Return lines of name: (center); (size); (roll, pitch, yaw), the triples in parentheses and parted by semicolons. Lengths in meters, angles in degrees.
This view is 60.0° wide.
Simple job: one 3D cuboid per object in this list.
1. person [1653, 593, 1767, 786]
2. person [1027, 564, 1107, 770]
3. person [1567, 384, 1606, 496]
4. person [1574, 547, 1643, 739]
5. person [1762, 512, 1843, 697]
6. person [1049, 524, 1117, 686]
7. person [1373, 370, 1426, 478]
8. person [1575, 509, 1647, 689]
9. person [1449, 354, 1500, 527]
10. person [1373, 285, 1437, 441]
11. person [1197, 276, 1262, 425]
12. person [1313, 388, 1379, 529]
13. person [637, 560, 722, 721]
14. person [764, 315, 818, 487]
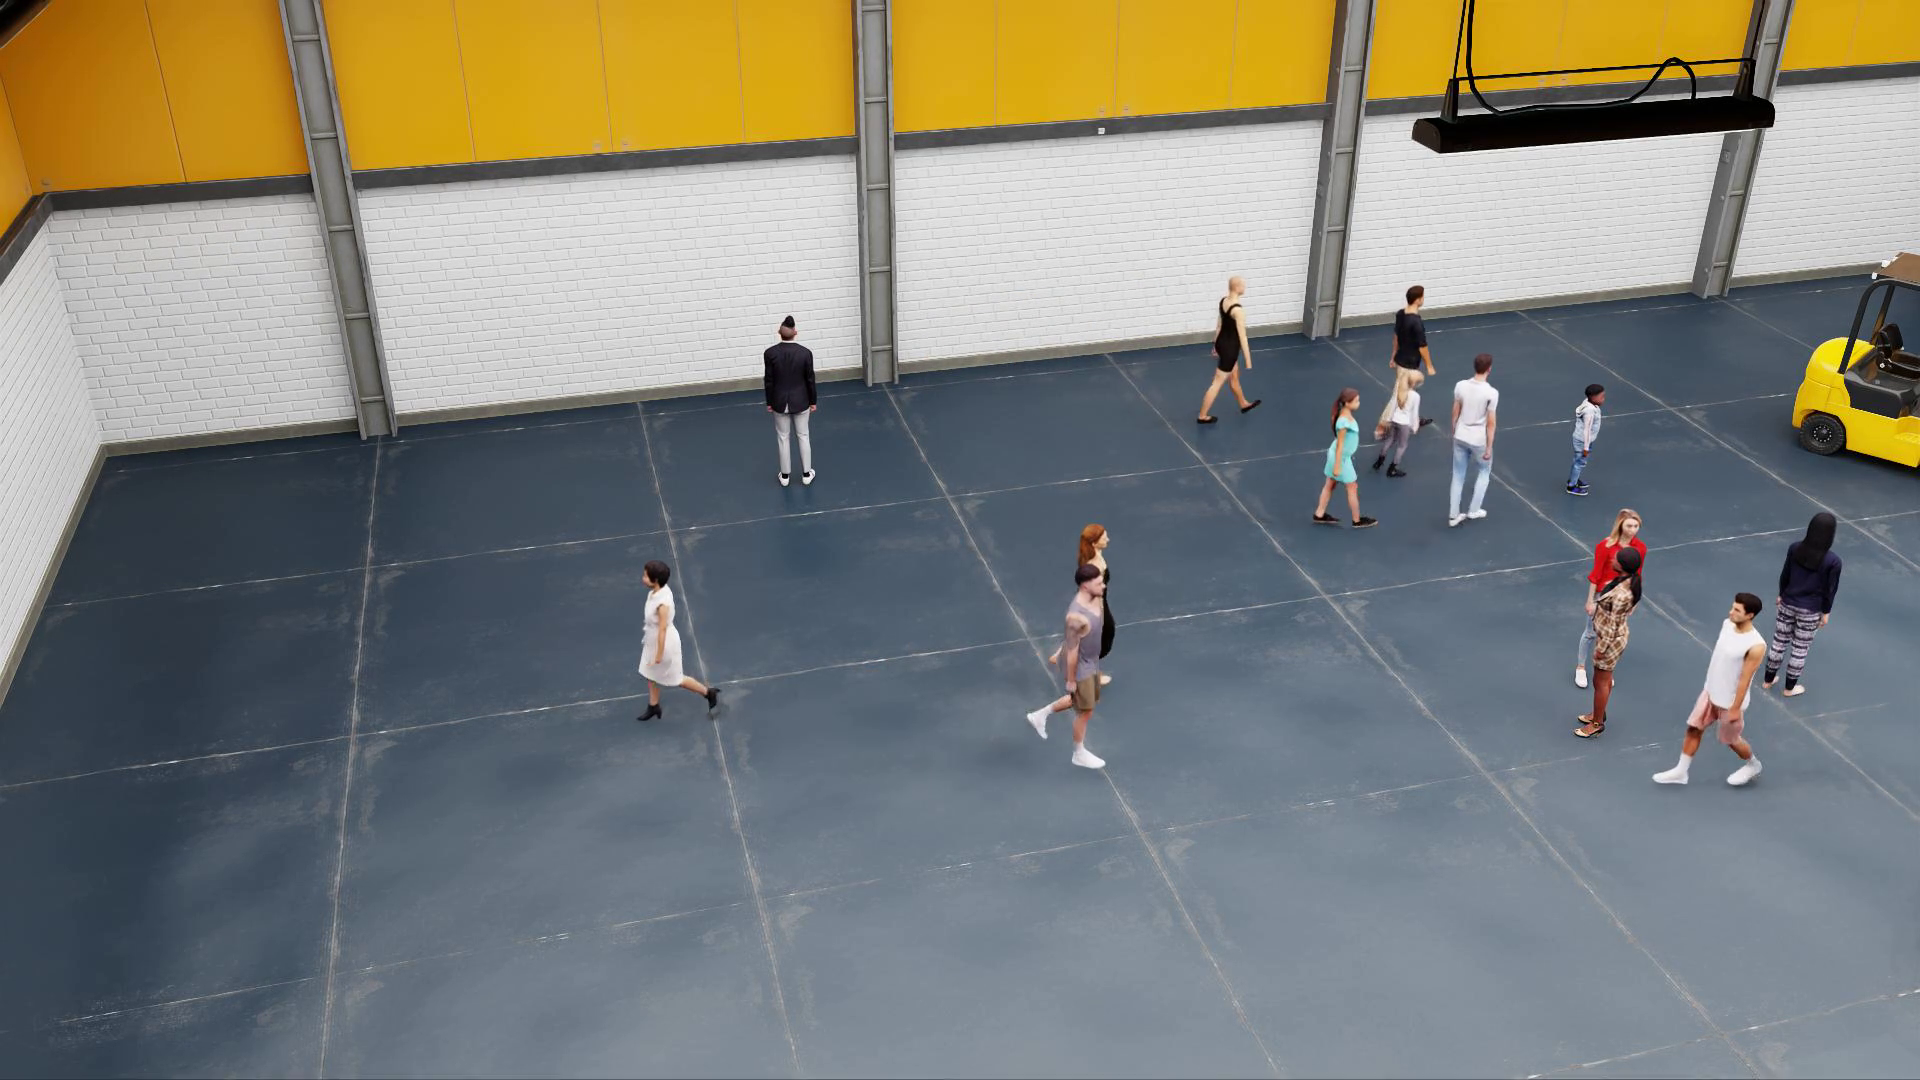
person: (6.115, 1.219, 13.072); (1.139, 1.754, 0.744); (-4, 29, -7)
person: (0.872, 0.979, 13.218); (1.055, 1.831, 0.922); (10, 30, 18)
person: (6.693, -1.102, 17.846); (0.612, 1.257, 0.570); (8, 30, 14)
person: (5.364, 0.843, 13.720); (0.736, 1.795, 0.676); (15, 32, 26)
person: (7.252, 0.548, 14.325); (0.662, 1.733, 0.680); (-22, 36, -35)
person: (1.048, 0.581, 14.396); (0.811, 1.607, 0.631); (-4, 29, -8)
person: (4.790, -1.270, 18.154); (0.610, 1.258, 0.665); (-25, 37, -38)
person: (5.650, 0.496, 14.449); (0.511, 1.705, 0.713); (-2, 29, -3)
person: (5.185, -0.982, 17.028); (0.840, 1.829, 0.891); (24, 37, 37)
person: (4.995, -1.965, 18.839); (1.044, 1.821, 0.688); (-6, 29, -10)
person: (3.010, -2.158, 19.246); (1.075, 1.771, 0.682); (-8, 30, -15)
person: (3.838, -0.844, 17.077); (0.963, 1.541, 0.783); (5, 29, 9)
person: (-2.416, 0.869, 13.945); (0.948, 1.533, 0.593); (-8, 30, -15)
person: (-1.822, -1.516, 17.881); (0.591, 1.950, 0.815); (-2, 29, -4)
